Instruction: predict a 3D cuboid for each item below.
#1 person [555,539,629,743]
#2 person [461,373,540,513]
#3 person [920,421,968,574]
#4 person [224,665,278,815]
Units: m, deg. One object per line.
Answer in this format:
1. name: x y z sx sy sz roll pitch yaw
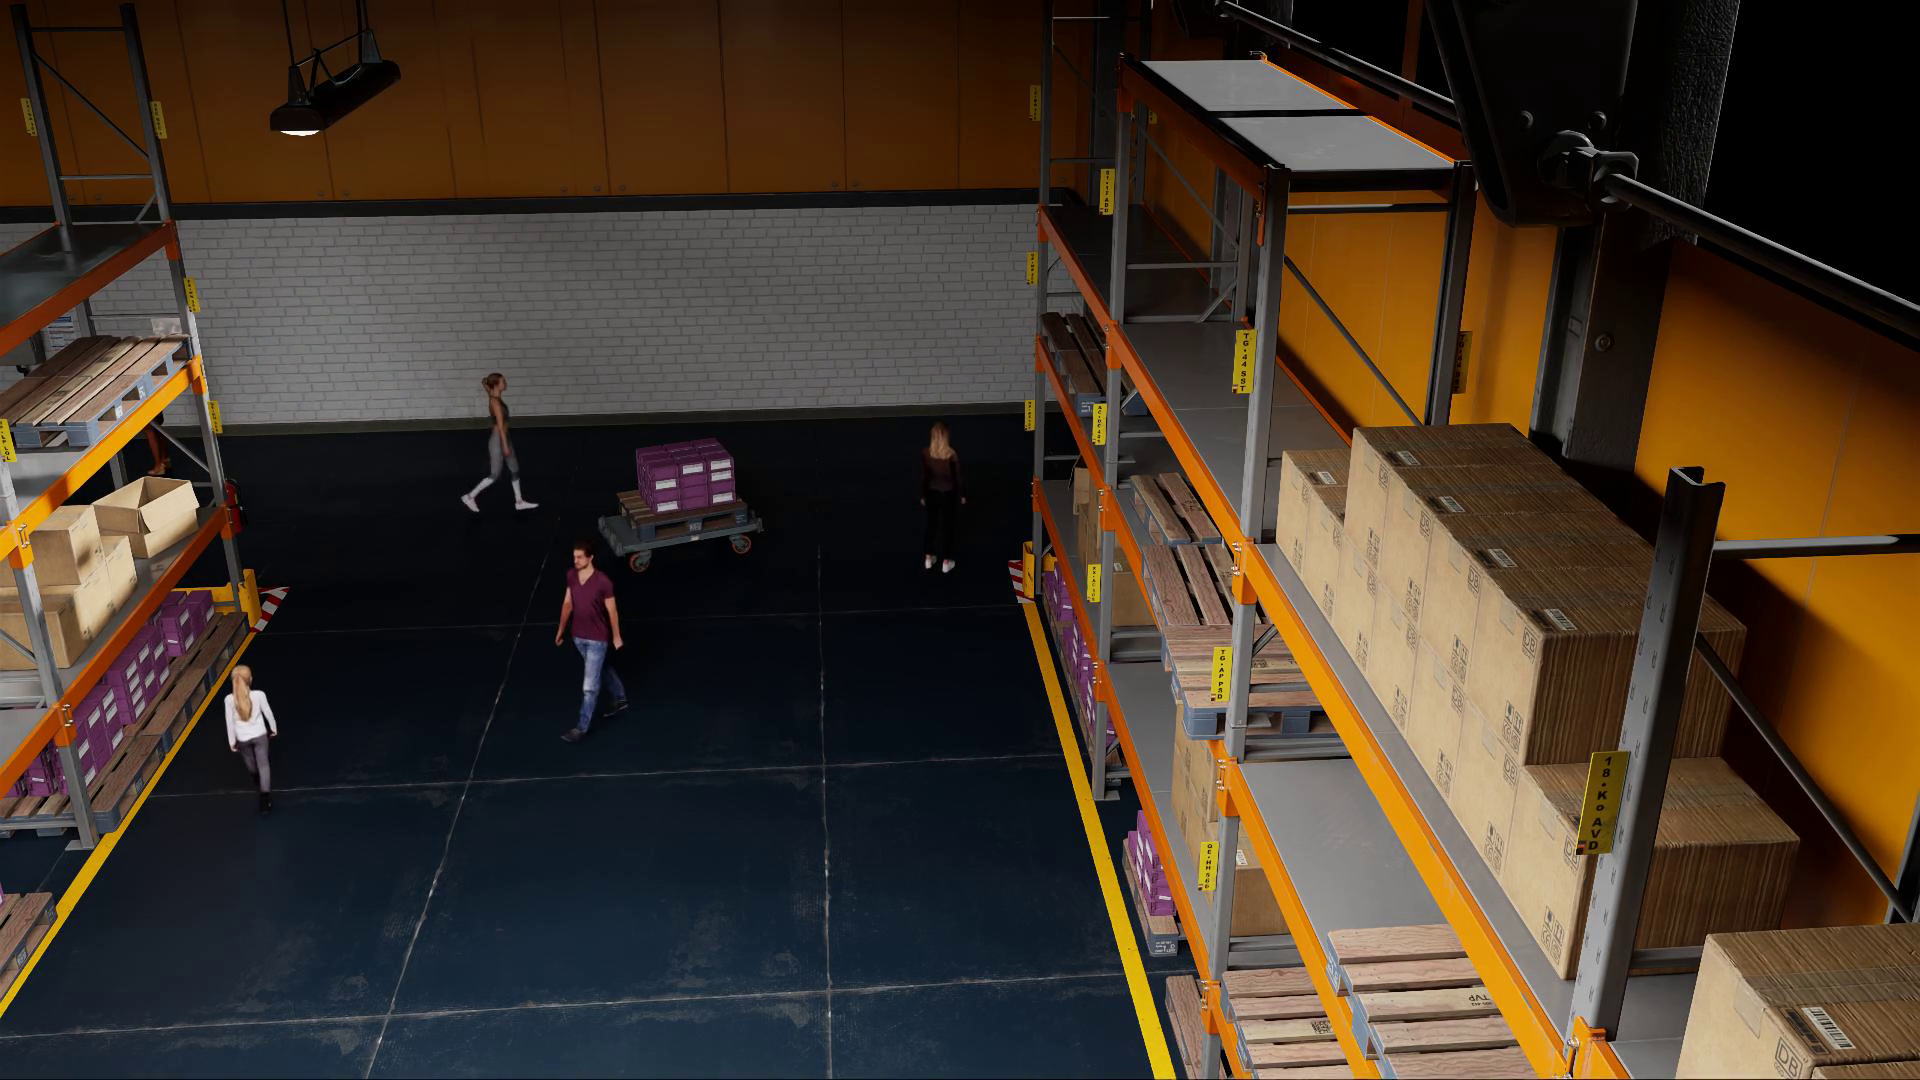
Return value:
1. person: -3.181 0.815 14.646 1.122 1.801 1.224 16 28 32
2. person: -5.381 -1.078 19.134 0.674 1.676 1.029 -4 24 -10
3. person: -0.201 -0.439 17.644 0.717 1.699 0.722 9 25 19
4. person: -5.736 1.632 13.465 0.583 1.251 0.899 -6 24 -13
